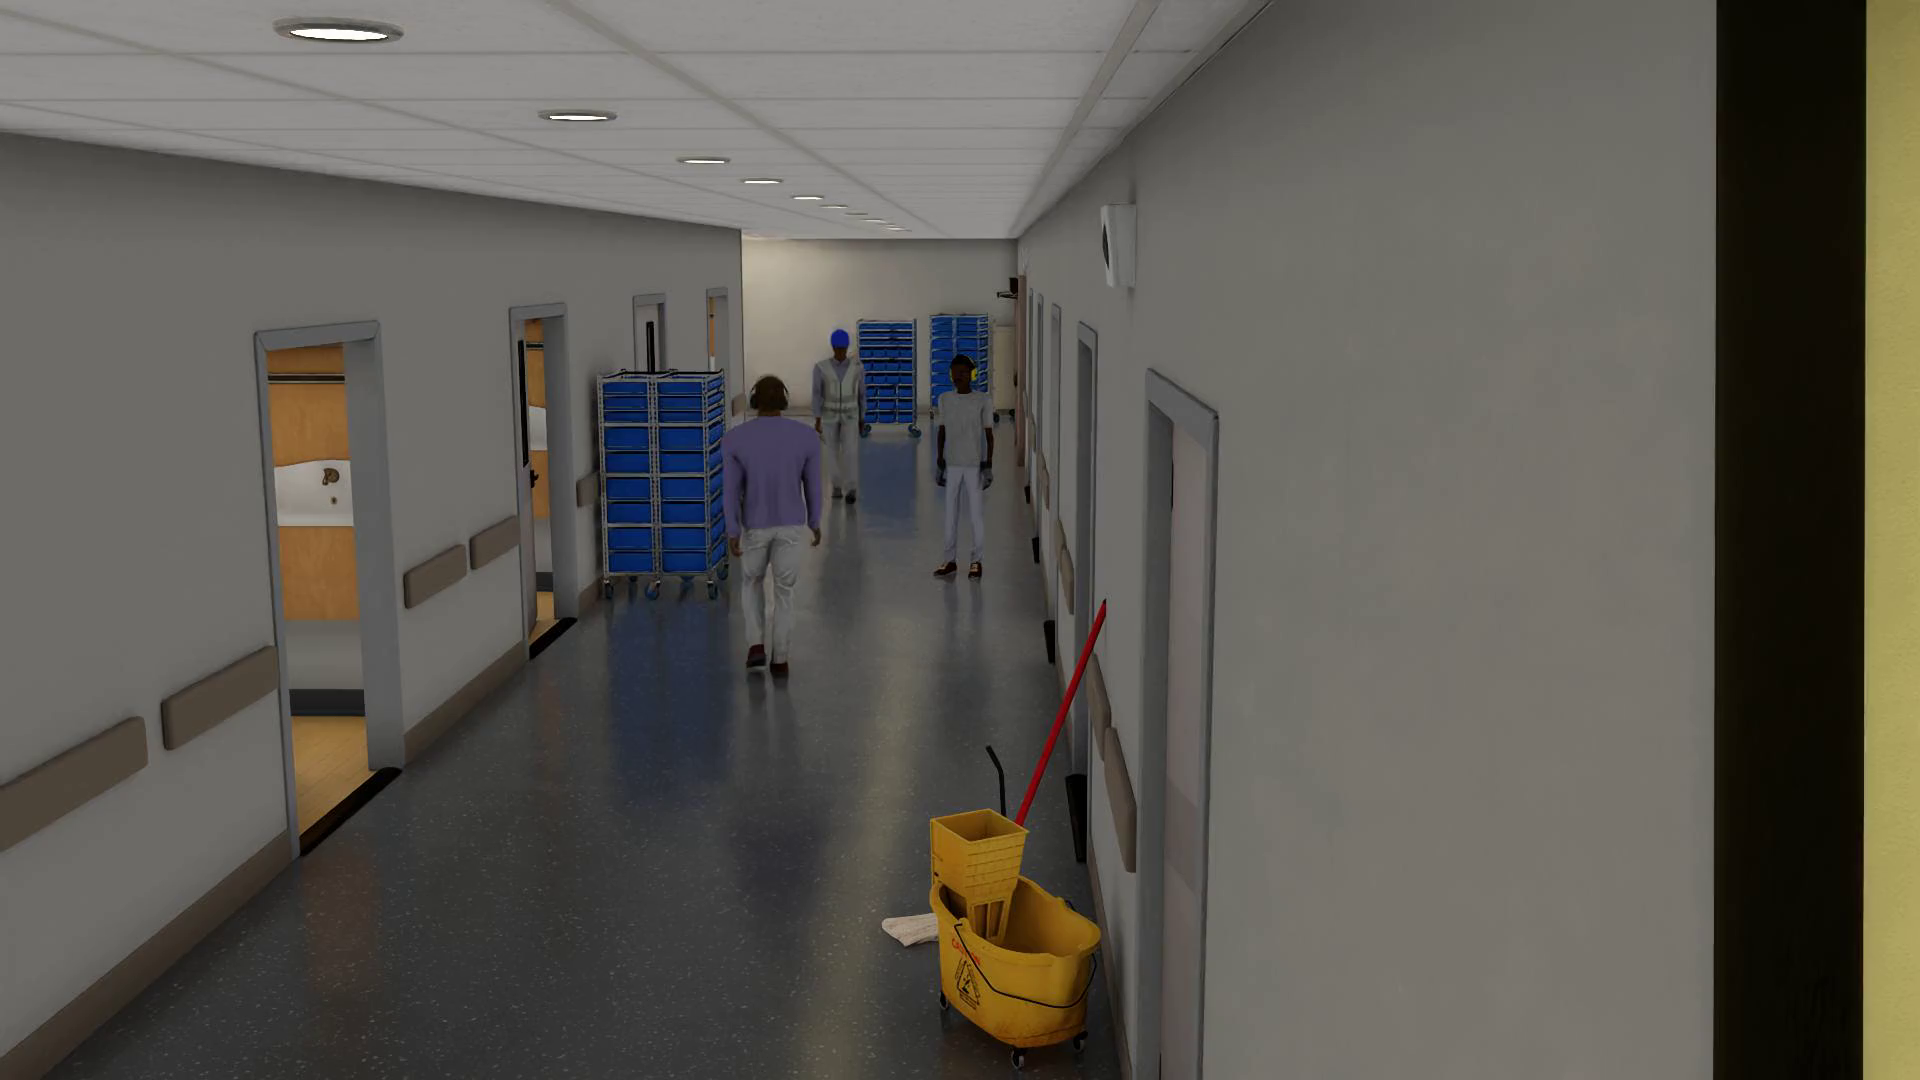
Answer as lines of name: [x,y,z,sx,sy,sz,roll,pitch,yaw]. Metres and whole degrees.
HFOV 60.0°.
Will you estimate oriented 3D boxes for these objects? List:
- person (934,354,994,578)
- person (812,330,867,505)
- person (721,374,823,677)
person: [0.035,-0.613,13.852,0.513,1.872,0.331,3,10,20]
person: [-1.310,-1.346,18.197,0.601,1.894,1.015,-1,10,-7]
person: [-1.183,-0.088,10.556,0.635,1.923,0.456,-1,10,-7]
